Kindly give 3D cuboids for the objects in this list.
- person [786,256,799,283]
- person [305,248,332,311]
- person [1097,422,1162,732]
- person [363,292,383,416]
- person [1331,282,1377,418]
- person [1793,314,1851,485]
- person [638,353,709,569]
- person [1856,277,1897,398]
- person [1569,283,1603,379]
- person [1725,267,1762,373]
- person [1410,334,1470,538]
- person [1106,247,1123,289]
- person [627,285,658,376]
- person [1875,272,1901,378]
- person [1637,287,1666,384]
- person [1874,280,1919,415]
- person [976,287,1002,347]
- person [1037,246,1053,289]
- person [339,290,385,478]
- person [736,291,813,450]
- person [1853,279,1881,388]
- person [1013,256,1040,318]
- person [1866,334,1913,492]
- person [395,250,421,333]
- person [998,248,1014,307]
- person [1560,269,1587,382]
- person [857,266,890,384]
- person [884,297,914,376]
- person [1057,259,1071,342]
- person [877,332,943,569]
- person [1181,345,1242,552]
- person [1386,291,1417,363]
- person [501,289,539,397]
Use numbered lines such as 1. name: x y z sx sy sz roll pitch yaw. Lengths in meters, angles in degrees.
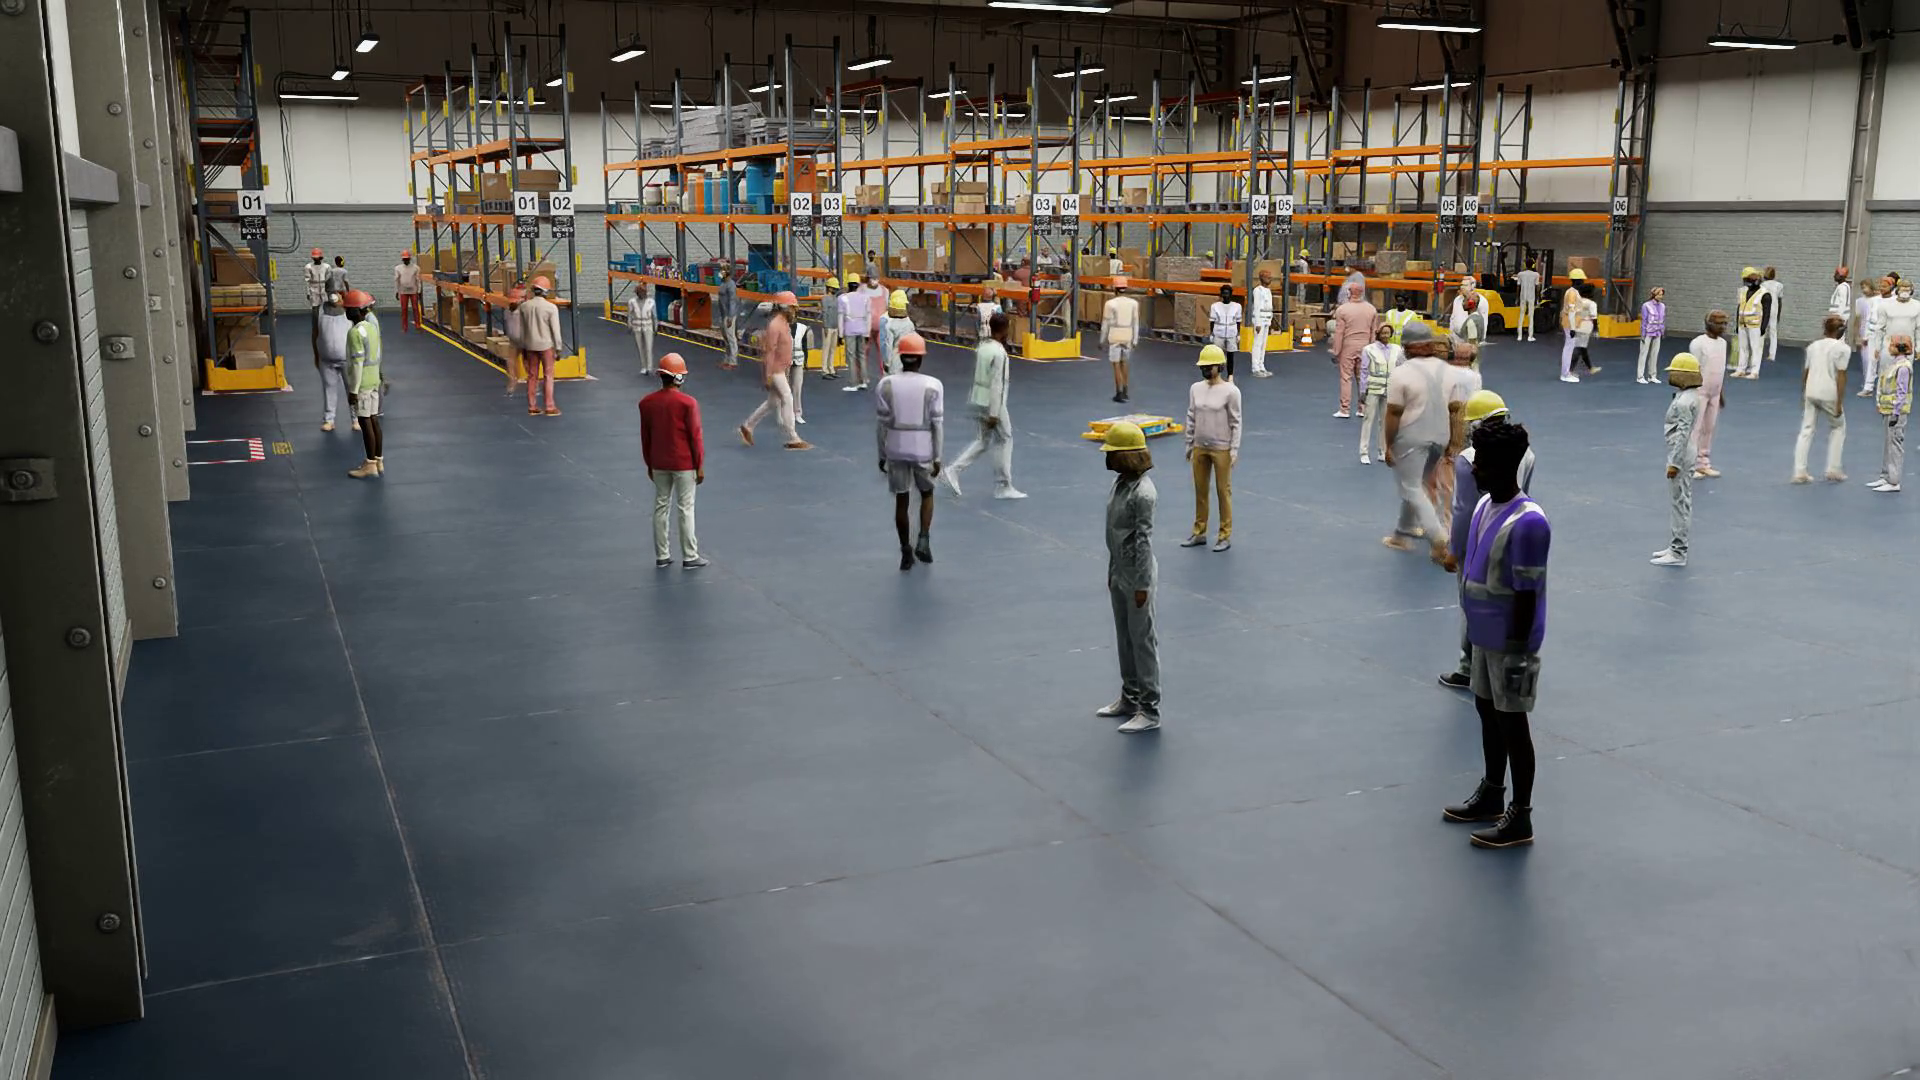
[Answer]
1. person: -5.115 -7.763 50.144 0.515 1.586 0.884 -9 14 -37
2. person: -15.183 -5.885 39.441 0.609 2.040 0.394 -6 13 -27
3. person: 0.935 0.200 9.305 0.339 1.734 0.482 -3 12 -17
4. person: -8.436 -2.644 23.701 0.327 1.752 0.563 -6 13 -28
5. person: 5.528 -2.668 23.433 0.652 1.906 0.402 -3 12 -16
6. person: 9.223 -1.491 17.708 0.748 1.801 0.521 -6 13 -28
7. person: -2.313 -0.638 13.503 0.559 1.752 0.326 4 12 21
8. person: 14.389 -3.154 25.968 0.356 1.883 0.573 -6 13 -29
9. person: 10.931 -3.633 28.956 0.841 1.652 0.540 -3 12 -16
10. person: 14.221 -3.979 30.125 0.608 1.890 0.854 -2 11 -10
11. person: 4.211 -0.888 14.575 0.335 1.838 0.512 -6 12 -26
12. person: 4.188 -7.090 45.855 0.590 1.926 0.388 2 11 9
13. person: -5.656 -3.731 29.646 0.511 1.596 0.844 0 11 -1
14. person: 16.122 -3.718 28.895 0.346 1.860 0.516 -10 15 -42
15. person: 11.717 -3.460 28.167 0.514 1.634 0.313 -5 12 -23
16. person: 13.443 -2.759 23.838 0.627 1.933 0.367 5 12 23
17. person: 0.497 -3.397 27.817 0.523 1.639 0.306 8 14 36
18. person: 2.457 -7.555 48.271 0.411 1.908 0.643 11 15 43
19. person: -6.533 -1.702 18.164 0.365 2.048 0.607 0 11 -1
20. person: -2.302 -2.064 20.285 0.936 1.950 0.660 2 11 8
21. person: 14.955 -3.370 27.274 0.610 1.802 0.387 9 14 39
22. person: 1.488 -5.489 37.754 0.651 1.913 0.410 -5 12 -23
23. person: 9.690 -1.318 17.253 0.307 1.641 0.514 4 12 18
24. person: -13.290 -5.977 40.048 0.614 1.985 0.399 -2 11 -11
25. person: 1.332 -7.794 49.631 0.581 1.858 0.872 -7 13 -30
26. person: 10.488 -3.671 28.470 0.356 1.930 0.587 4 12 19
27. person: -1.424 -3.589 27.773 0.706 2.000 0.975 -5 12 -22
28. person: -0.838 -2.427 22.618 0.487 1.746 0.287 -10 15 -42
29. person: 2.323 -5.273 36.793 0.351 1.861 0.547 -5 12 -24
30. person: -0.404 -0.719 13.498 0.544 1.922 0.408 1 11 3
31. person: 2.143 -0.782 14.207 0.533 1.767 0.326 10 15 42
32. person: 6.774 -2.989 25.626 0.539 1.691 0.319 10 15 40
33. person: -6.911 -3.070 25.982 0.584 1.704 0.805 6 13 27
